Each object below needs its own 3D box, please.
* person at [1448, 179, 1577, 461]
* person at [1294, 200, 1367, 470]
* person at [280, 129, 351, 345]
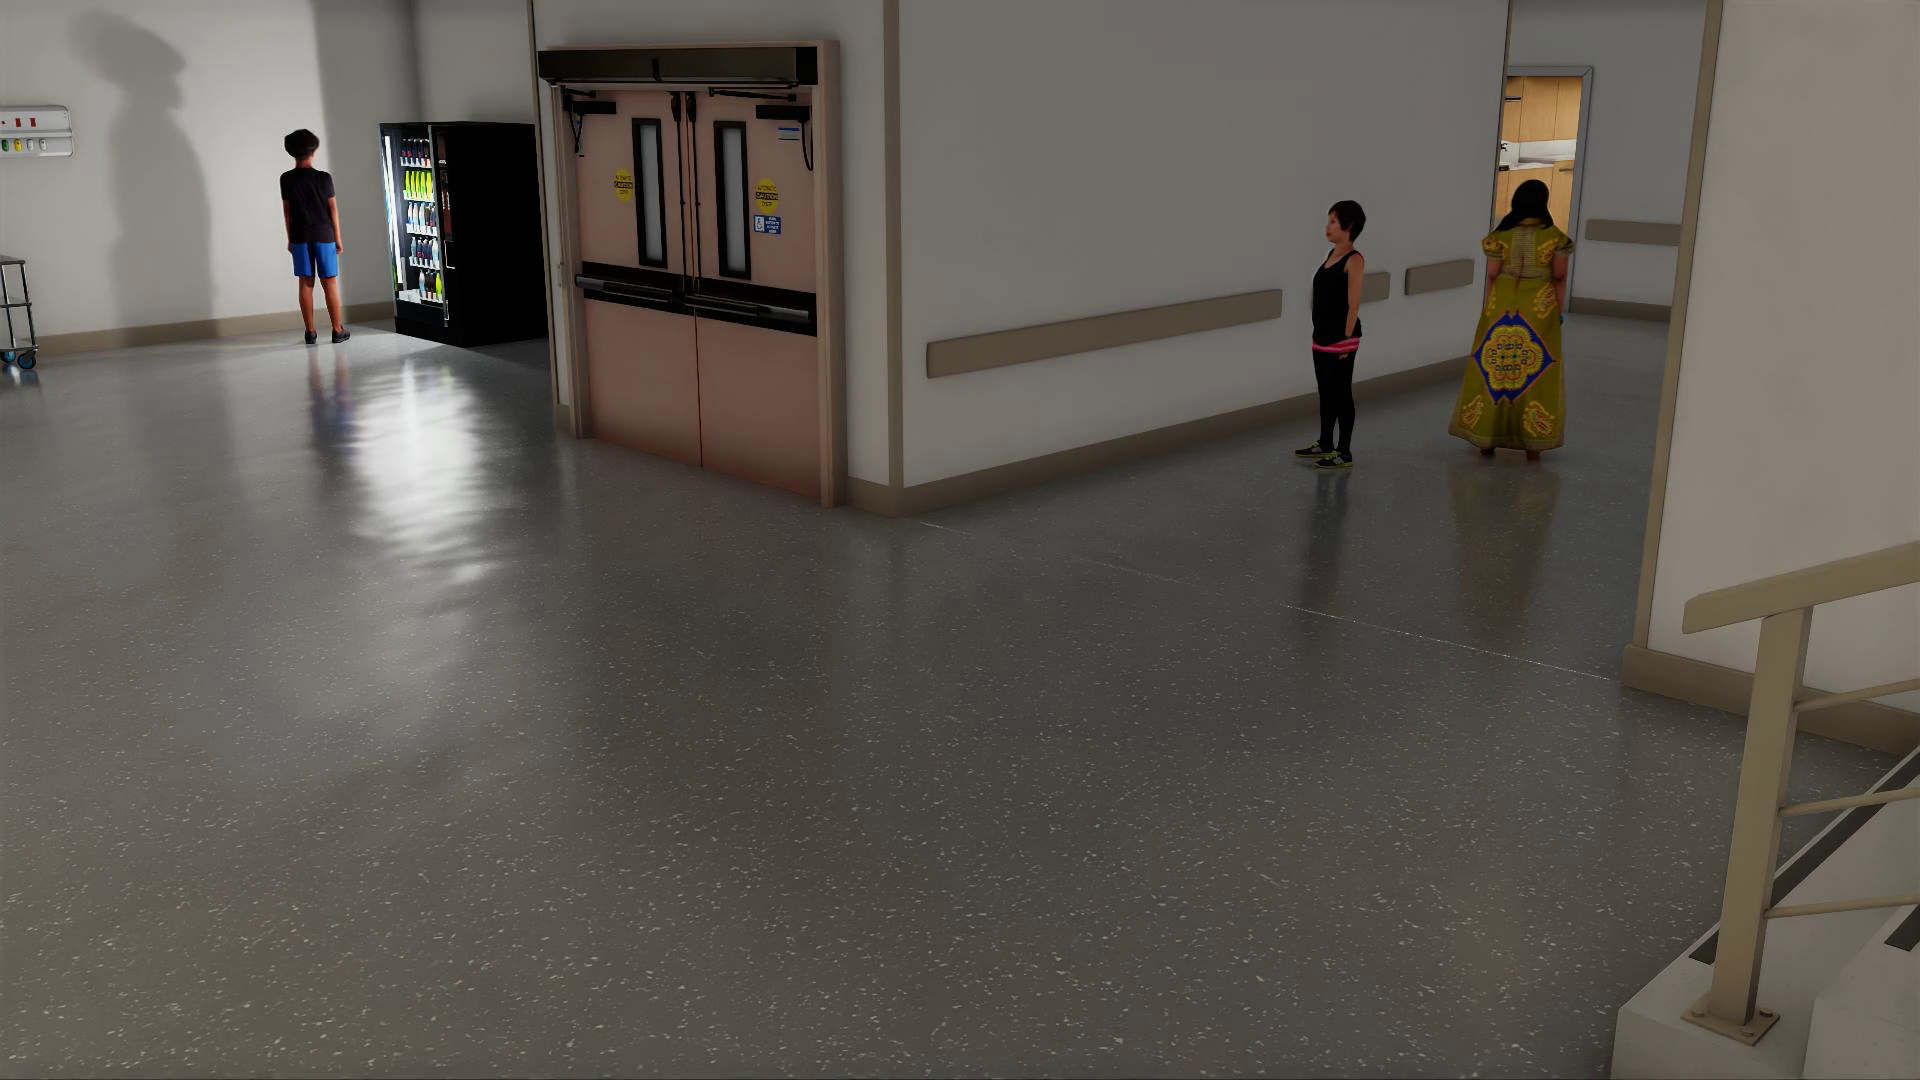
[{"bbox_3d":[3.364,-1.324,9.978,0.874,1.655,1.022,5,17,19],"label":"person"},{"bbox_3d":[2.218,-1.215,9.781,0.680,1.553,0.591,-3,16,-12],"label":"person"},{"bbox_3d":[-5.524,-2.587,14.194,0.706,1.799,0.744,-3,16,-11],"label":"person"}]
